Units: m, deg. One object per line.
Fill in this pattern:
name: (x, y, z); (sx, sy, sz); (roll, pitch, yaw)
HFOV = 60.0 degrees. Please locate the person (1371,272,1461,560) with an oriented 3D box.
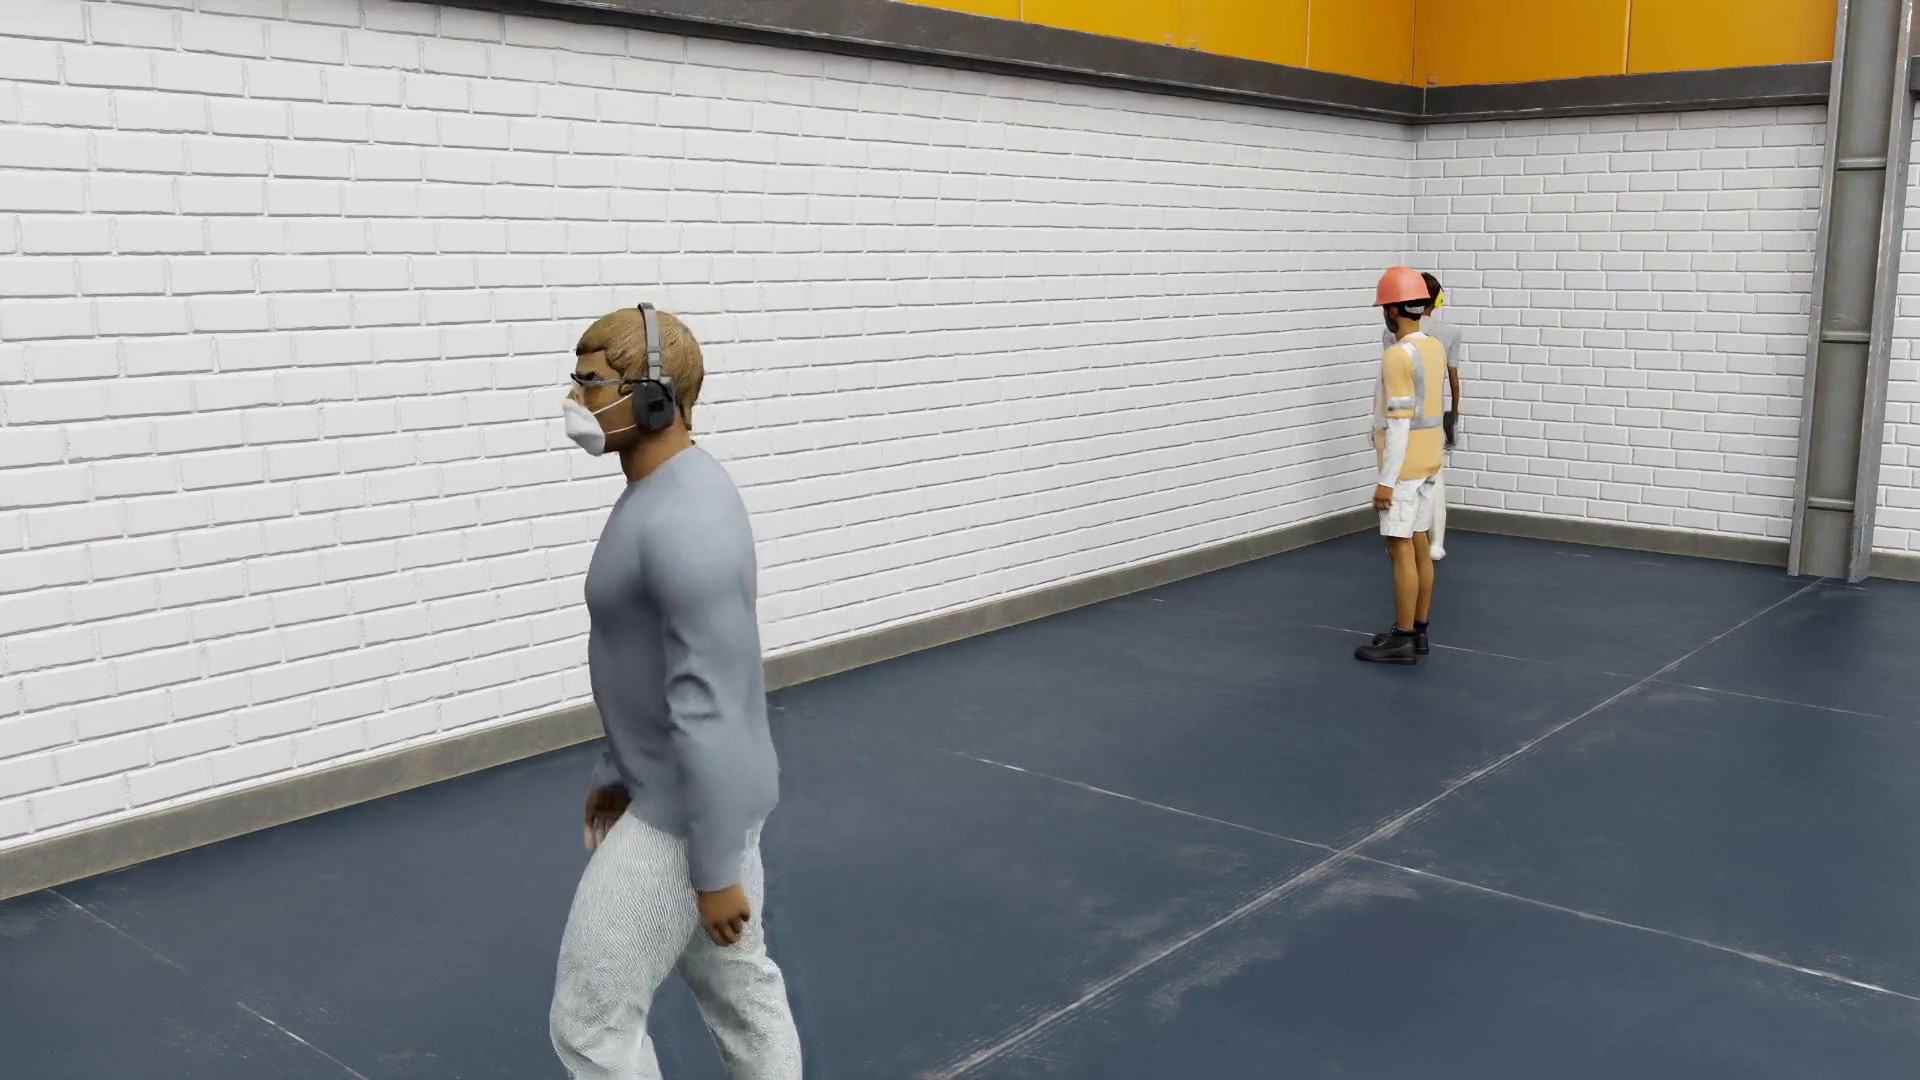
person: (2.975, -0.796, 10.809); (0.534, 1.867, 0.318); (1, 10, 7)

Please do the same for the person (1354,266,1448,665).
person: (2.146, -0.355, 8.113); (0.376, 1.933, 0.545); (7, 12, 35)

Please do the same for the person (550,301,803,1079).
person: (-0.607, 0.519, 3.151); (0.739, 1.916, 0.627); (-1, 10, -8)
